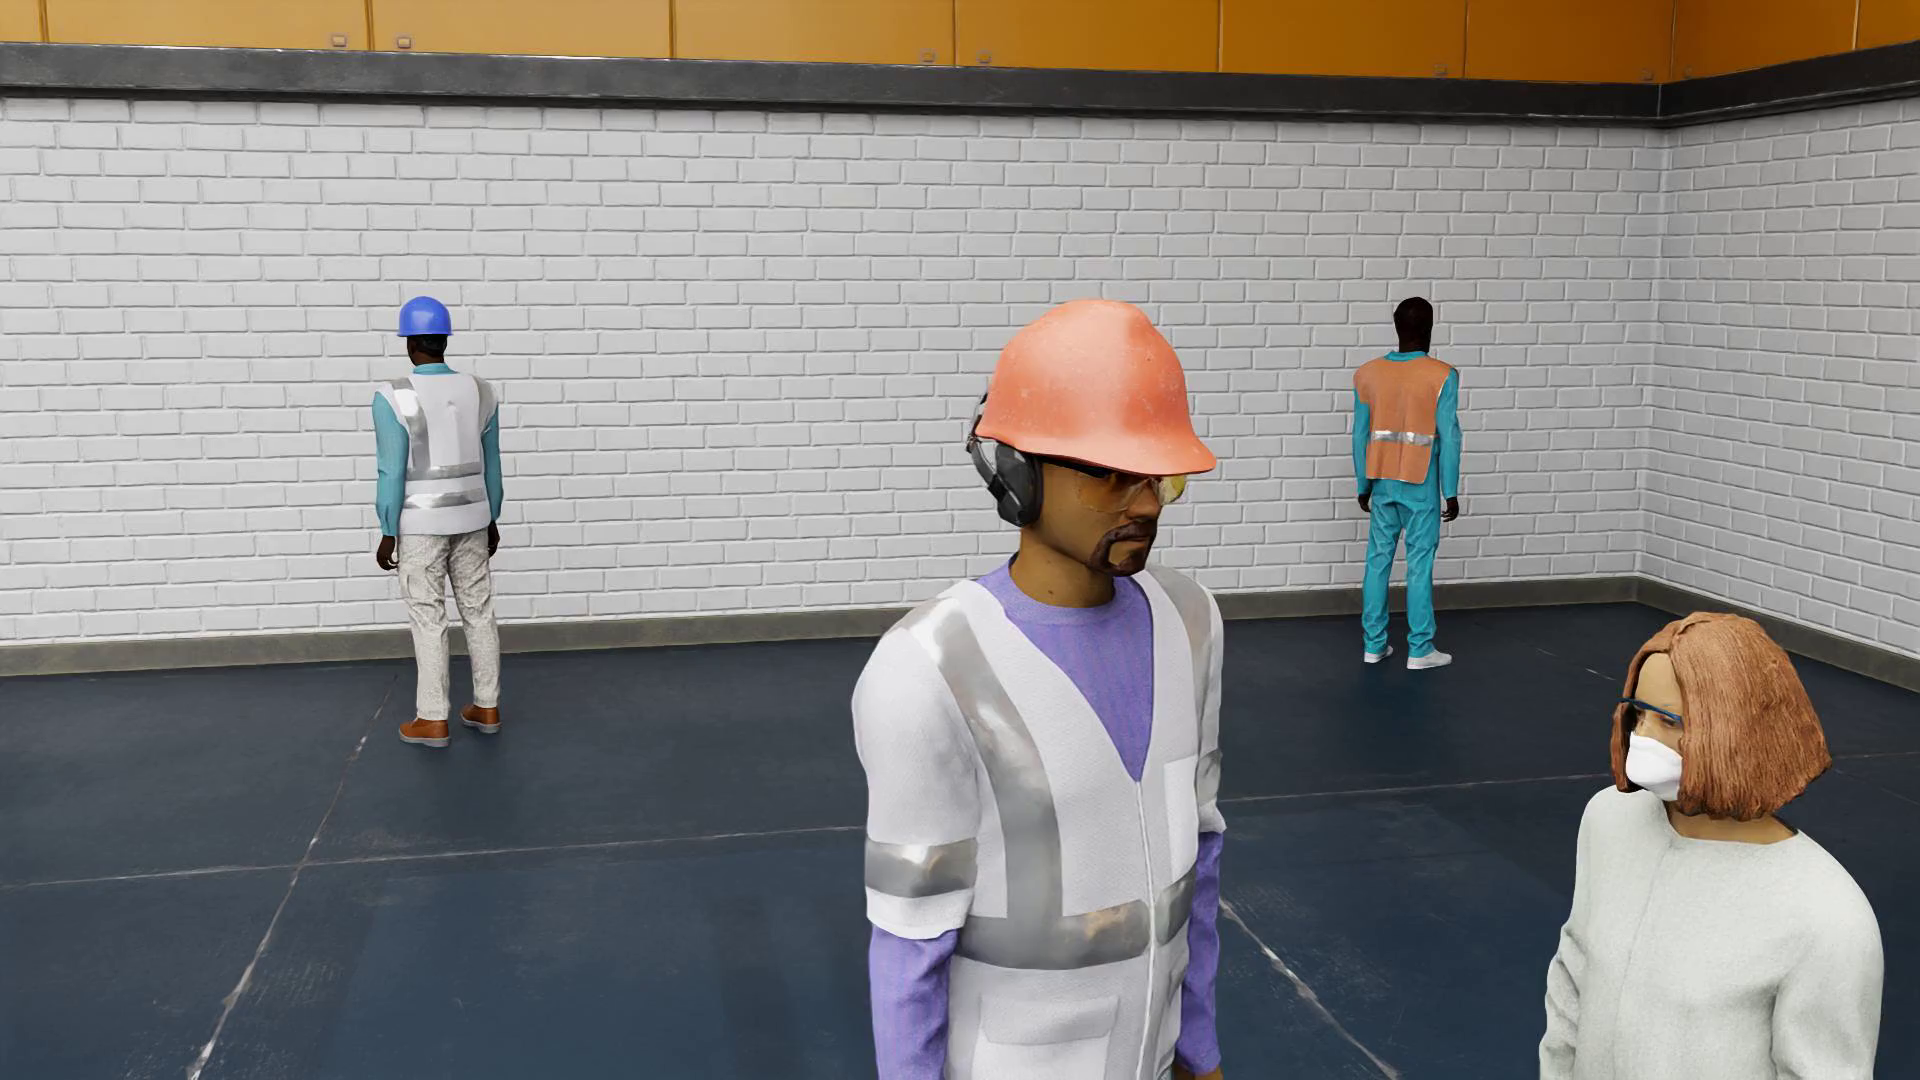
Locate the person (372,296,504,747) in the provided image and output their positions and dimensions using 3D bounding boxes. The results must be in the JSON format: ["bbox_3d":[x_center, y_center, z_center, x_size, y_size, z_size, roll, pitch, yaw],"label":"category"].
[{"bbox_3d":[-2.272,-0.081,7.251,0.404,1.945,0.615,8,12,39],"label":"person"}]

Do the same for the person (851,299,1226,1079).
[{"bbox_3d":[0.150,0.705,2.223,0.601,2.036,0.402,-9,13,-42],"label":"person"}]

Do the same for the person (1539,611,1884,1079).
[{"bbox_3d":[0.959,0.899,2.237,0.286,1.633,0.499,-4,10,-21],"label":"person"}]

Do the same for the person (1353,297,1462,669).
[{"bbox_3d":[2.303,-0.291,8.617,0.587,1.920,0.390,8,13,42],"label":"person"}]
